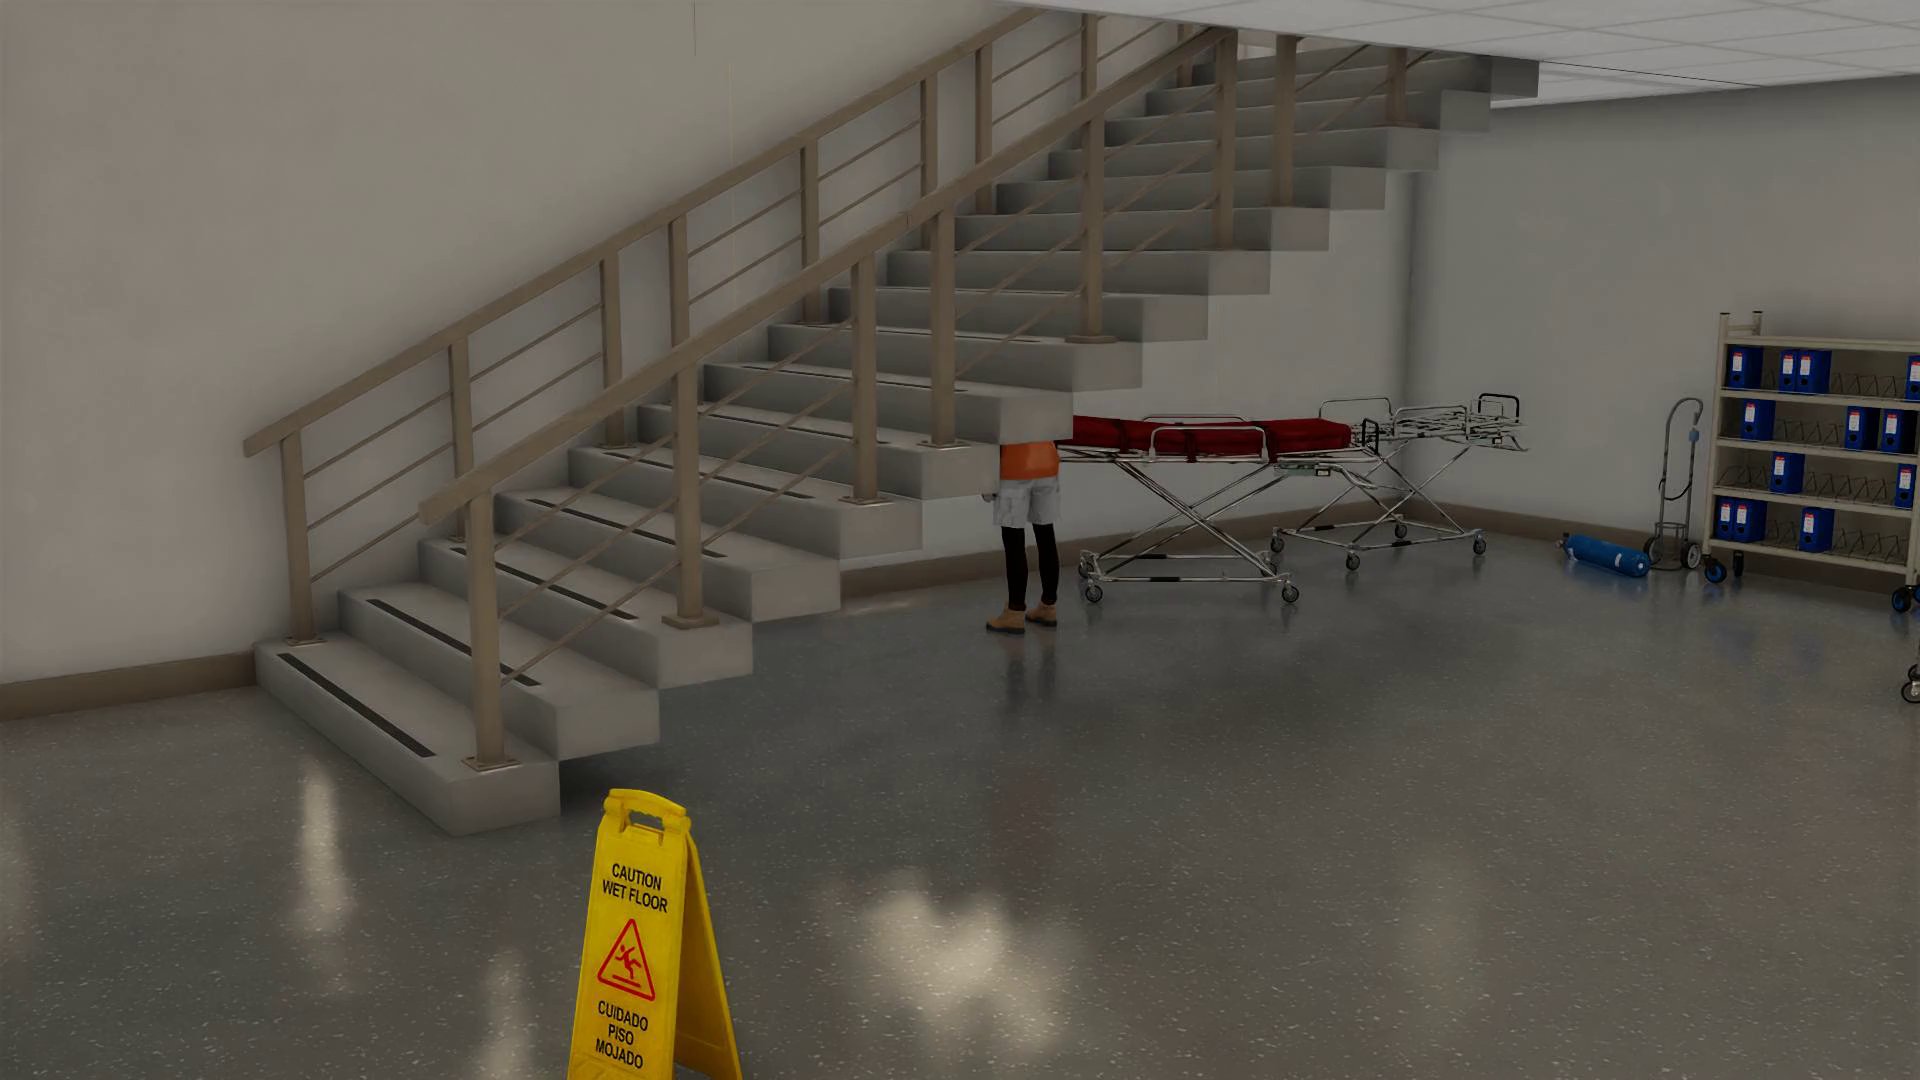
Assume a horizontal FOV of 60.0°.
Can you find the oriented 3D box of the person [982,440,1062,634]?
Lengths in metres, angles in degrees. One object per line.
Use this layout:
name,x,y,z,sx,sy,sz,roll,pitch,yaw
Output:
person,0.334,-0.349,8.833,0.535,1.699,0.322,-8,13,-39
